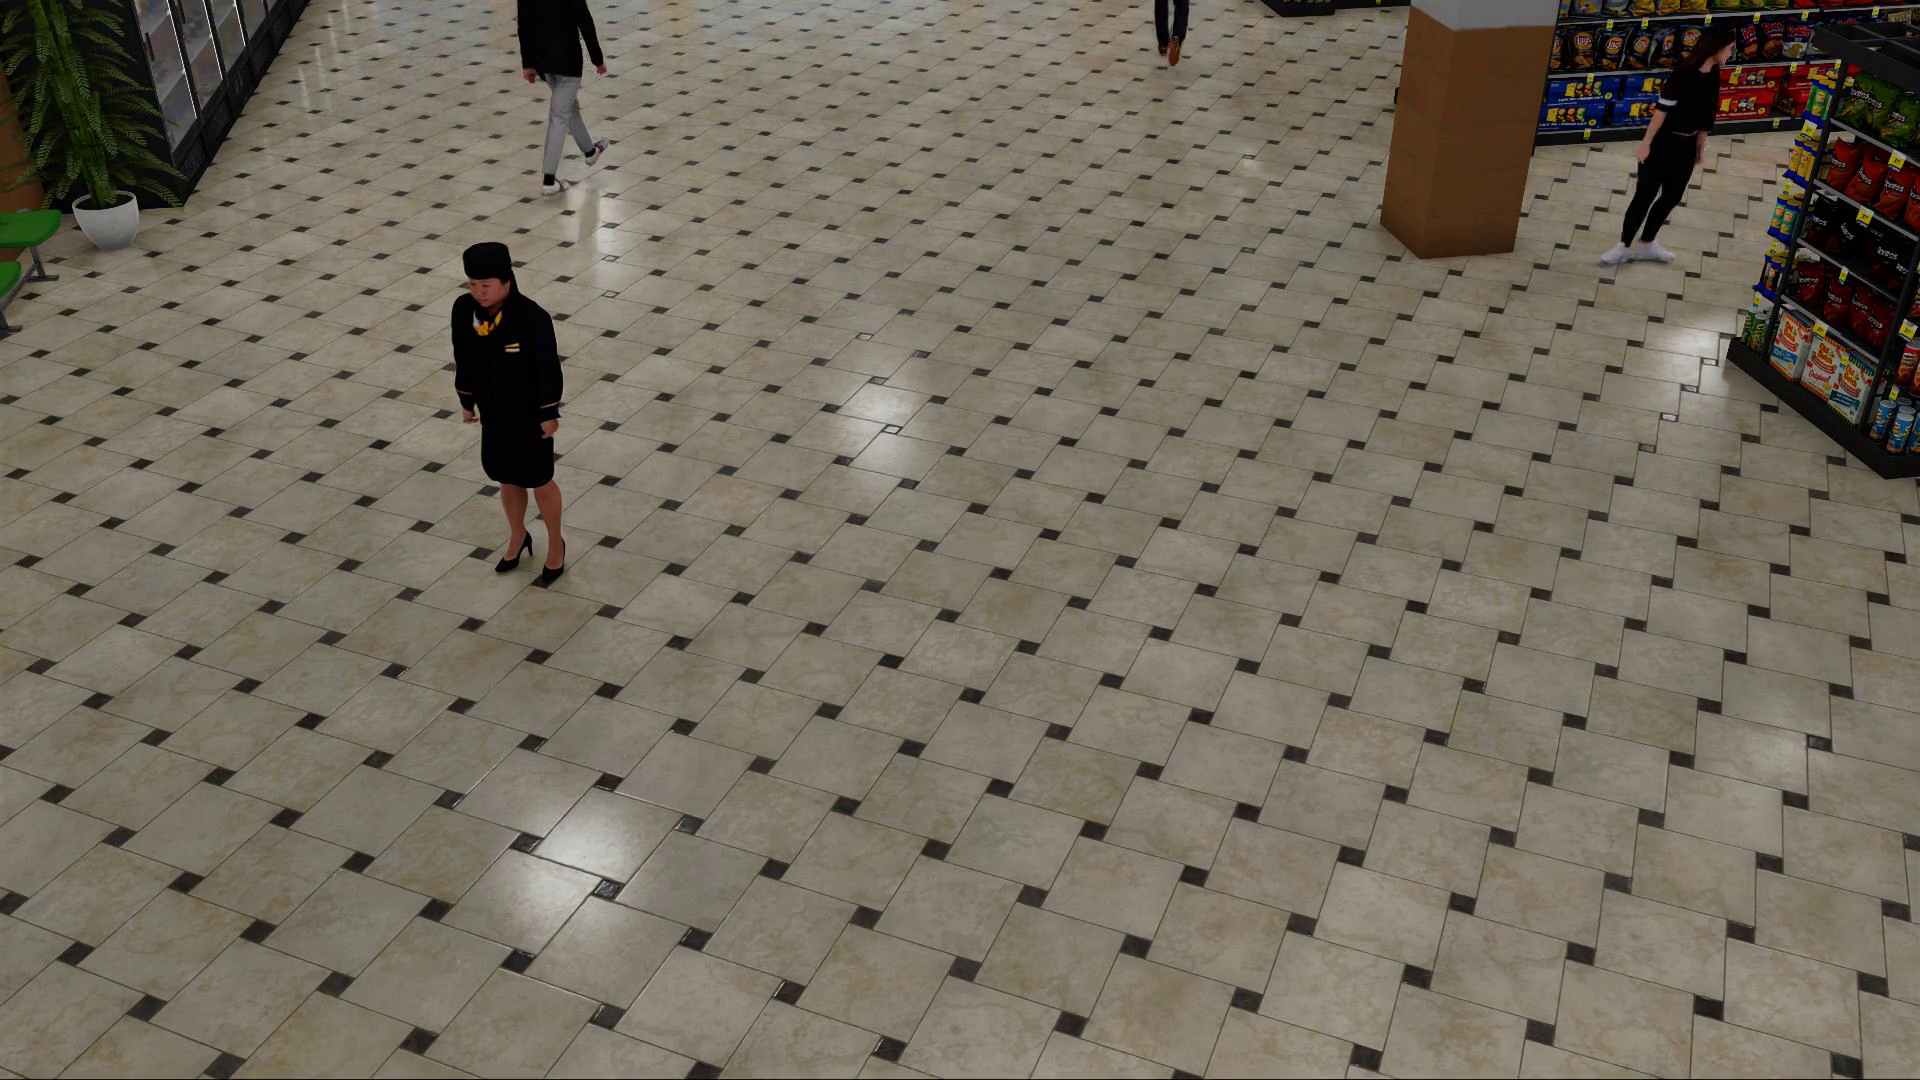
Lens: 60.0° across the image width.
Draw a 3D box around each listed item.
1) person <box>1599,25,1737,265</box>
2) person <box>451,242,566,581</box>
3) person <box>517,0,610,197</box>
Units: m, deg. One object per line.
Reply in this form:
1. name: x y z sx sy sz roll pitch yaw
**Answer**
1. person: 4.632 -2.579 10.963 0.624 1.608 0.869 -7 33 -11
2. person: -2.061 -0.588 7.709 0.742 1.667 0.857 10 33 16
3. person: -2.968 -3.442 12.077 1.269 1.897 1.198 13 34 20
